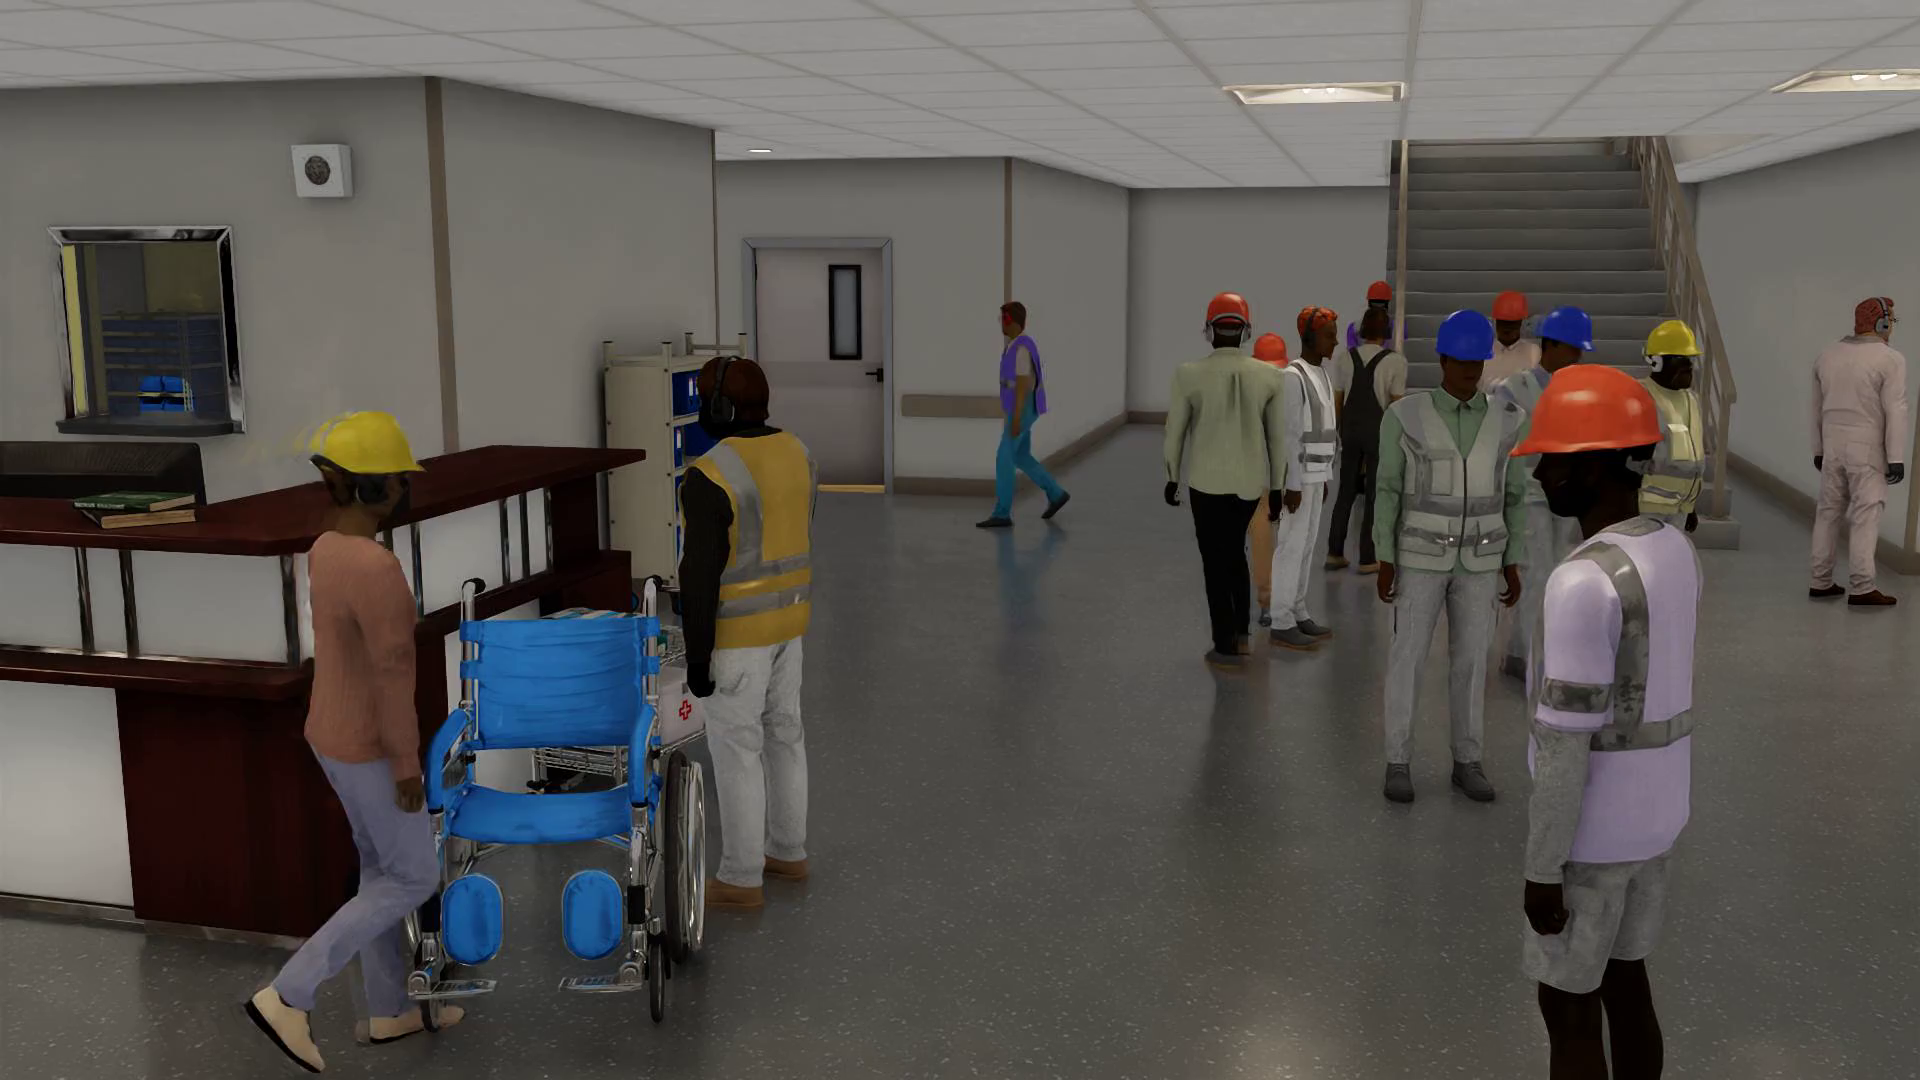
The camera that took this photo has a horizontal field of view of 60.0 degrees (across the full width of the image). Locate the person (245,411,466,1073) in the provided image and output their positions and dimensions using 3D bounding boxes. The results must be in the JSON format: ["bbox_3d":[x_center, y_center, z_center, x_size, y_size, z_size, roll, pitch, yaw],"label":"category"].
[{"bbox_3d":[-1.608,0.540,4.380,0.507,1.751,0.535,-7,12,-34],"label":"person"}]

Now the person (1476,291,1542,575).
[{"bbox_3d":[3.595,-0.665,10.968,0.627,1.931,1.041,5,11,27],"label":"person"}]

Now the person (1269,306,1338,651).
[{"bbox_3d":[1.909,-0.346,9.206,0.337,1.882,0.585,5,11,27],"label":"person"}]

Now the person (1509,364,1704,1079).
[{"bbox_3d":[1.336,0.592,3.562,0.390,1.929,0.545,9,13,44],"label":"person"}]

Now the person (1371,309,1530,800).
[{"bbox_3d":[1.935,0.067,6.589,0.604,1.948,0.386,0,10,-1],"label":"person"}]

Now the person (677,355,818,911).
[{"bbox_3d":[-0.722,0.306,5.542,0.430,1.835,0.619,6,11,30],"label":"person"}]

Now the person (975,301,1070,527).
[{"bbox_3d":[0.531,-1.008,13.362,0.819,1.810,0.618,-2,10,-9],"label":"person"}]

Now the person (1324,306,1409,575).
[{"bbox_3d":[2.779,-0.674,11.354,0.528,1.823,0.411,6,11,32],"label":"person"}]

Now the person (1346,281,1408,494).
[{"bbox_3d":[3.780,-1.382,15.153,0.548,1.936,0.378,2,10,11],"label":"person"}]

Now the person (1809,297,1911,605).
[{"bbox_3d":[5.621,-0.554,10.368,0.402,1.906,0.652,-4,10,-20],"label":"person"}]

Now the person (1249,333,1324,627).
[{"bbox_3d":[1.868,-0.379,9.891,0.609,1.715,0.680,2,10,9],"label":"person"}]

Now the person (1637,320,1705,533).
[{"bbox_3d":[3.570,-0.199,8.491,0.586,1.835,0.403,-6,11,-32],"label":"person"}]

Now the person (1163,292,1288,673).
[{"bbox_3d":[1.366,-0.305,8.728,0.608,1.962,0.614,-2,10,-14],"label":"person"}]

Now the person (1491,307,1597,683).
[{"bbox_3d":[2.936,-0.171,8.132,0.599,1.903,0.846,-4,10,-21],"label":"person"}]
